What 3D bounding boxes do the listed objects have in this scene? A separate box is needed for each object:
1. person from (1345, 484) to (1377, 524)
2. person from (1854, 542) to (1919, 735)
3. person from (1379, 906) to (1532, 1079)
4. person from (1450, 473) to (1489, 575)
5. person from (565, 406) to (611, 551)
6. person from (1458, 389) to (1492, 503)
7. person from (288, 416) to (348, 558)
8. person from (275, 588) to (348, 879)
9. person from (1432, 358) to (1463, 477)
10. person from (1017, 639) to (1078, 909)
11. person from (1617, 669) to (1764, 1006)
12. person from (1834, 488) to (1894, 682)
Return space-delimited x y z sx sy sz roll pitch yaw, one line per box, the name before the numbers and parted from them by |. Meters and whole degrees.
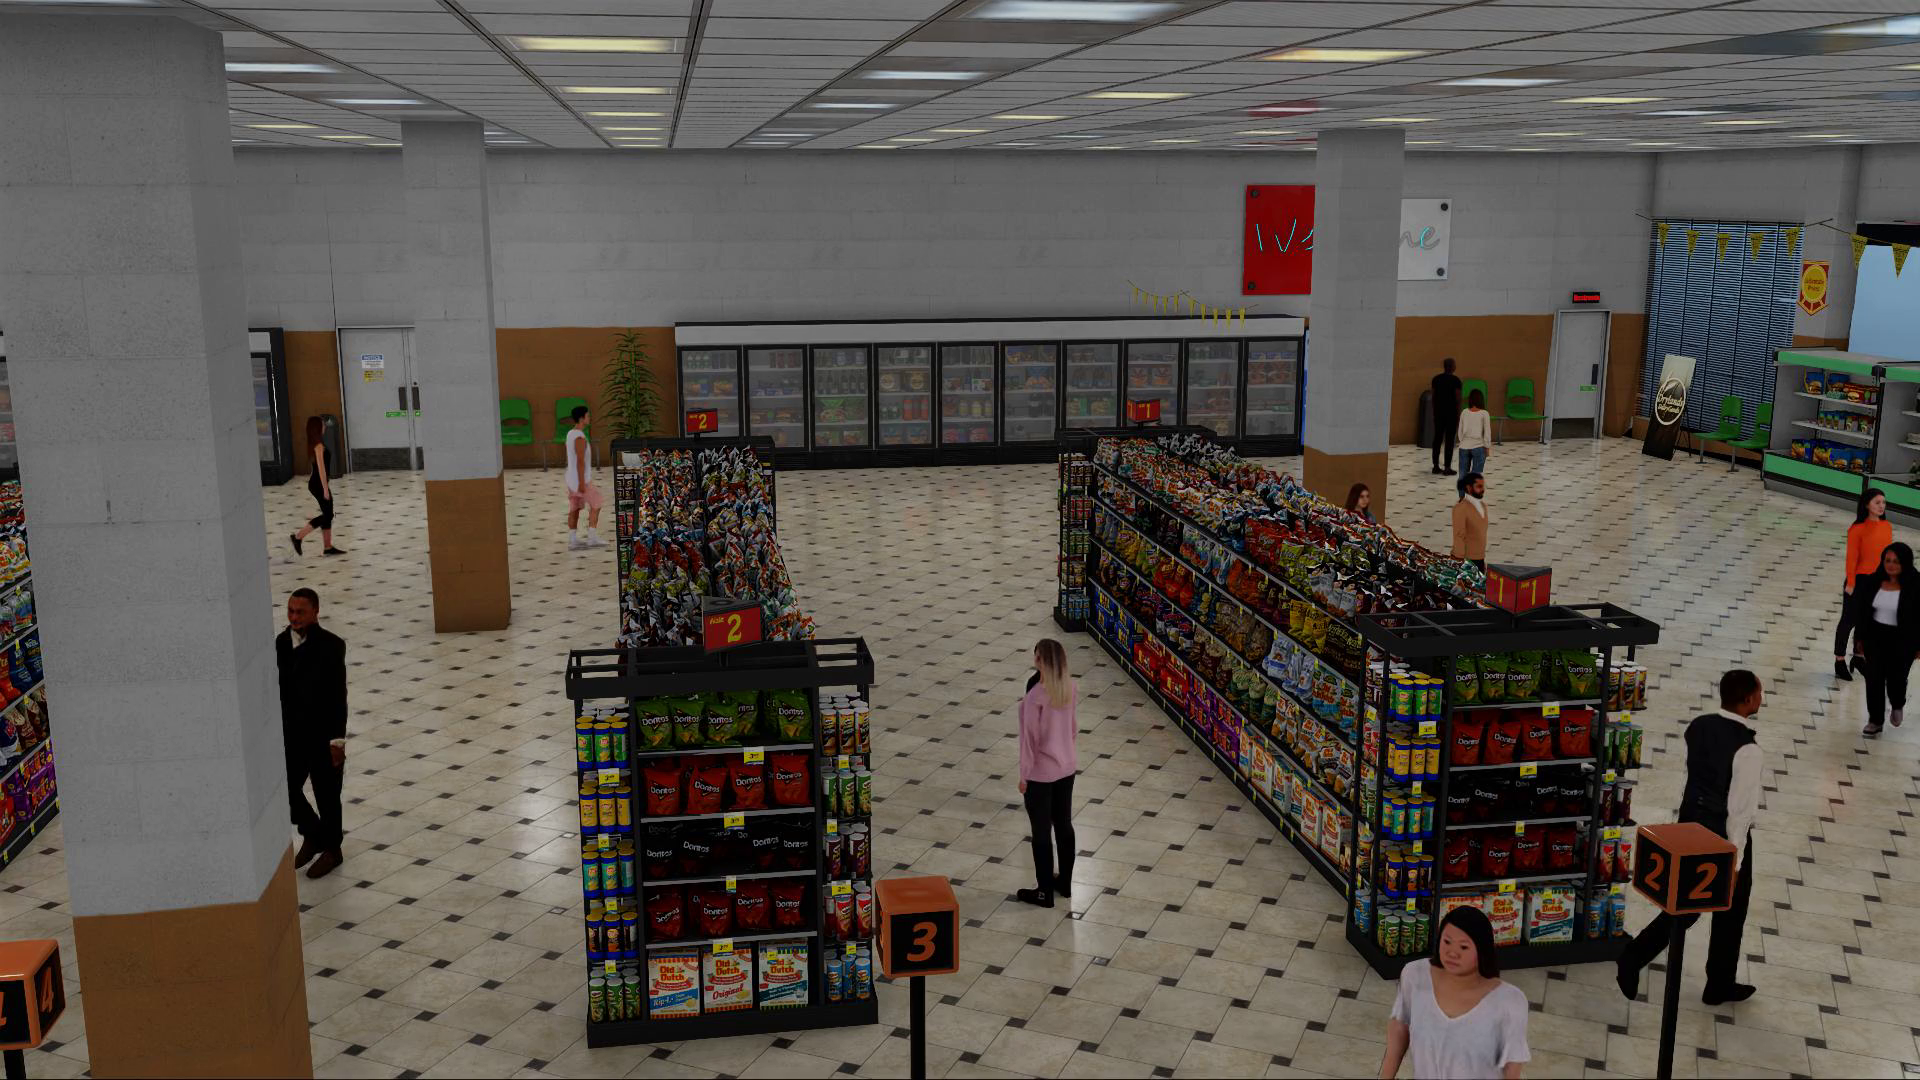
person | 3.677 0.299 15.621 0.639 1.697 0.550 -4 12 -17
person | 7.569 0.798 13.486 0.834 1.603 0.896 11 16 43
person | 2.022 2.219 6.647 1.111 1.639 1.134 -11 16 -43
person | 4.838 0.223 15.847 0.788 1.754 0.758 11 16 43
person | -4.745 -0.740 20.378 0.846 1.772 0.770 -6 13 -28
person | 7.114 -1.260 23.070 0.668 1.680 0.765 11 16 43
person | -7.739 -0.605 19.883 0.815 1.711 0.906 -6 14 -28
person | -4.146 1.215 10.785 0.845 1.899 0.829 4 12 17
person | 7.564 -1.928 25.905 0.804 1.819 0.680 -10 16 -41
person | 0.561 1.428 10.285 0.687 1.687 0.710 -11 16 -42
person | 3.935 1.622 8.868 0.905 1.893 1.110 -5 13 -21
person | 8.194 0.389 15.074 0.647 1.748 0.592 -4 13 -19
